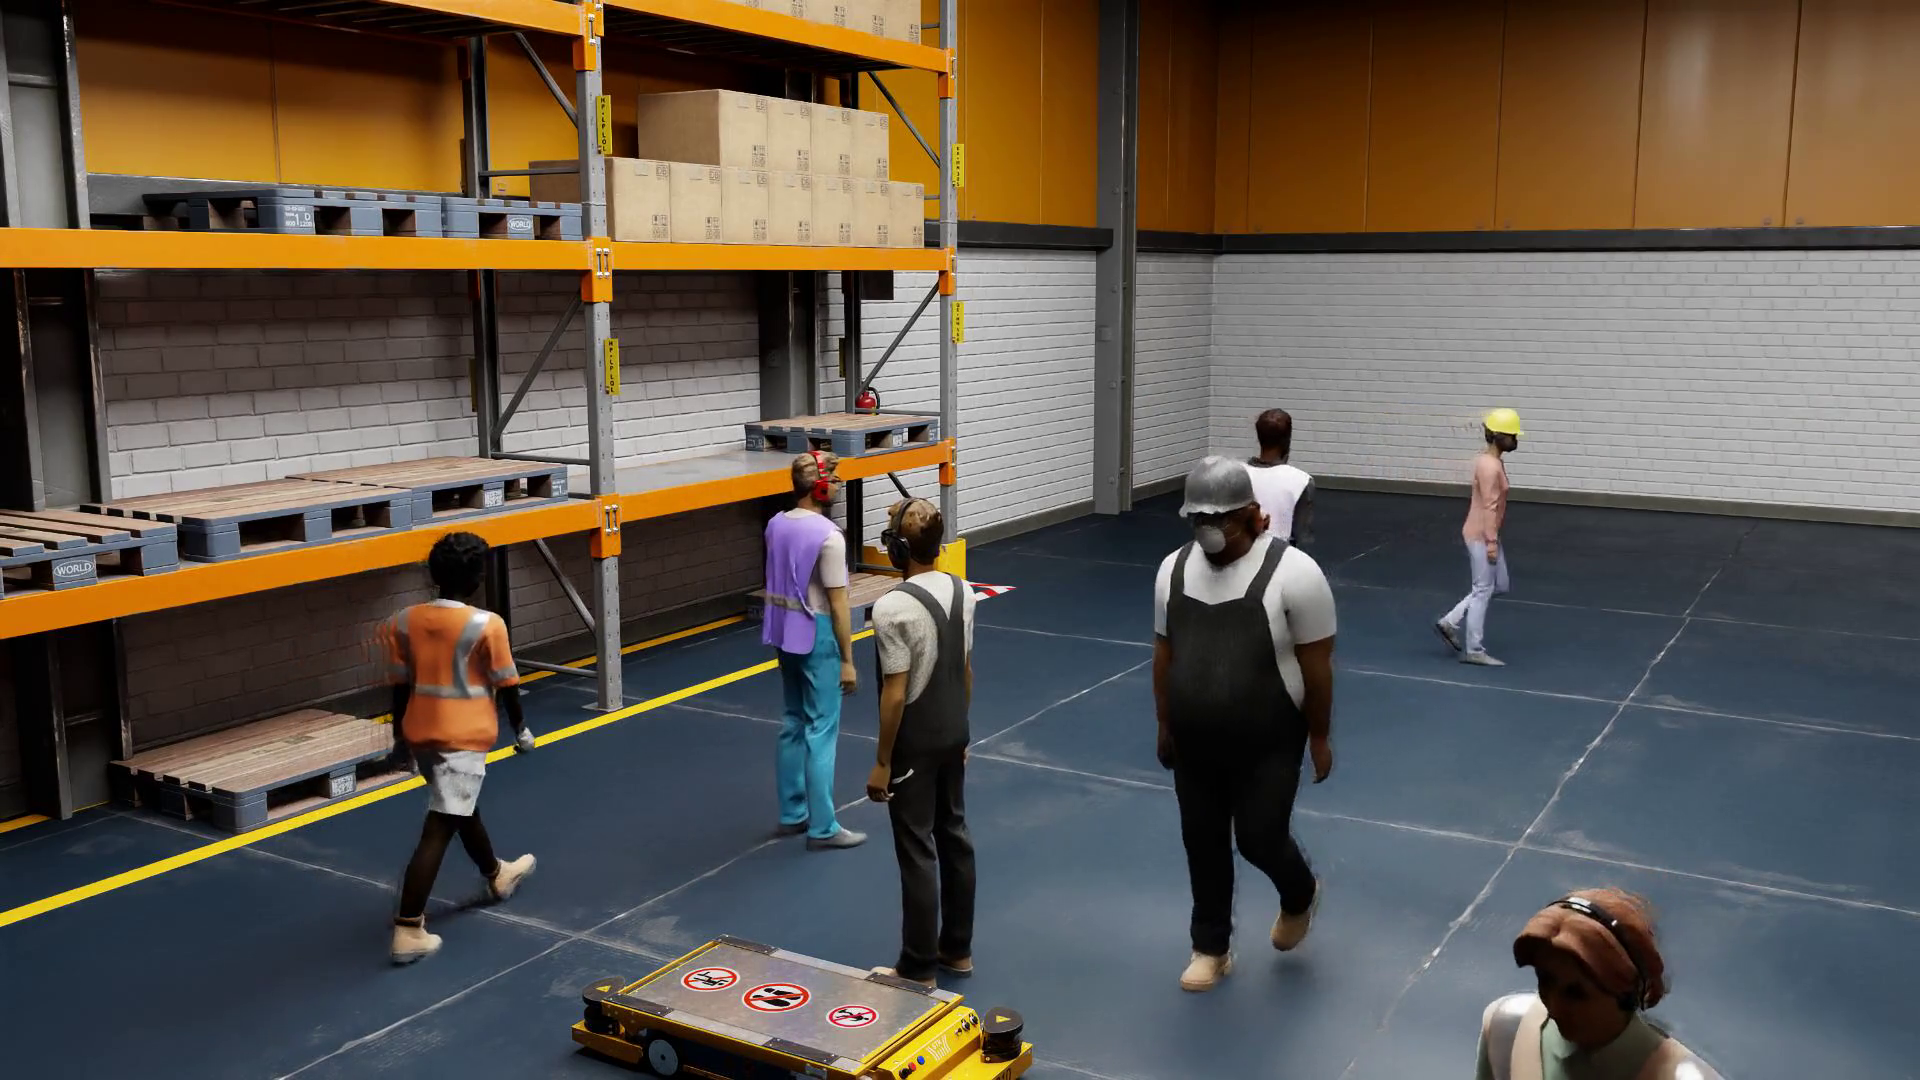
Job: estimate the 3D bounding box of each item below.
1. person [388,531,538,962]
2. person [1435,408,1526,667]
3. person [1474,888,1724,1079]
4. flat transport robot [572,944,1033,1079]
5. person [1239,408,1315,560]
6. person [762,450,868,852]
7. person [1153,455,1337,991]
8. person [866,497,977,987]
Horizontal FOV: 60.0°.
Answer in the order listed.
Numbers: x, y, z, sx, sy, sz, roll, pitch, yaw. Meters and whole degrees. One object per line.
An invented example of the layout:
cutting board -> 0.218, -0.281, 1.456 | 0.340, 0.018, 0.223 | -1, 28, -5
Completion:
person -> -1.994, 0.779, 6.610 | 0.535, 1.632, 0.938 | 4, 10, 26
person -> 3.543, -0.012, 11.207 | 0.440, 1.754, 0.535 | 3, 10, 19
person -> 1.110, 1.379, 2.892 | 0.367, 1.624, 0.571 | -7, 12, -39
flat transport robot -> -0.539, 1.630, 5.552 | 1.431, 0.197, 0.652 | 5, 11, 30
person -> 1.706, 0.216, 9.315 | 0.591, 1.904, 0.461 | 7, 12, 38
person -> -0.697, 0.509, 7.654 | 0.372, 1.843, 0.571 | -7, 12, -38
person -> 1.030, 0.654, 6.137 | 0.718, 2.000, 0.670 | 7, 11, 37
person -> -0.144, 0.759, 6.089 | 0.349, 1.846, 0.506 | 7, 12, 38
